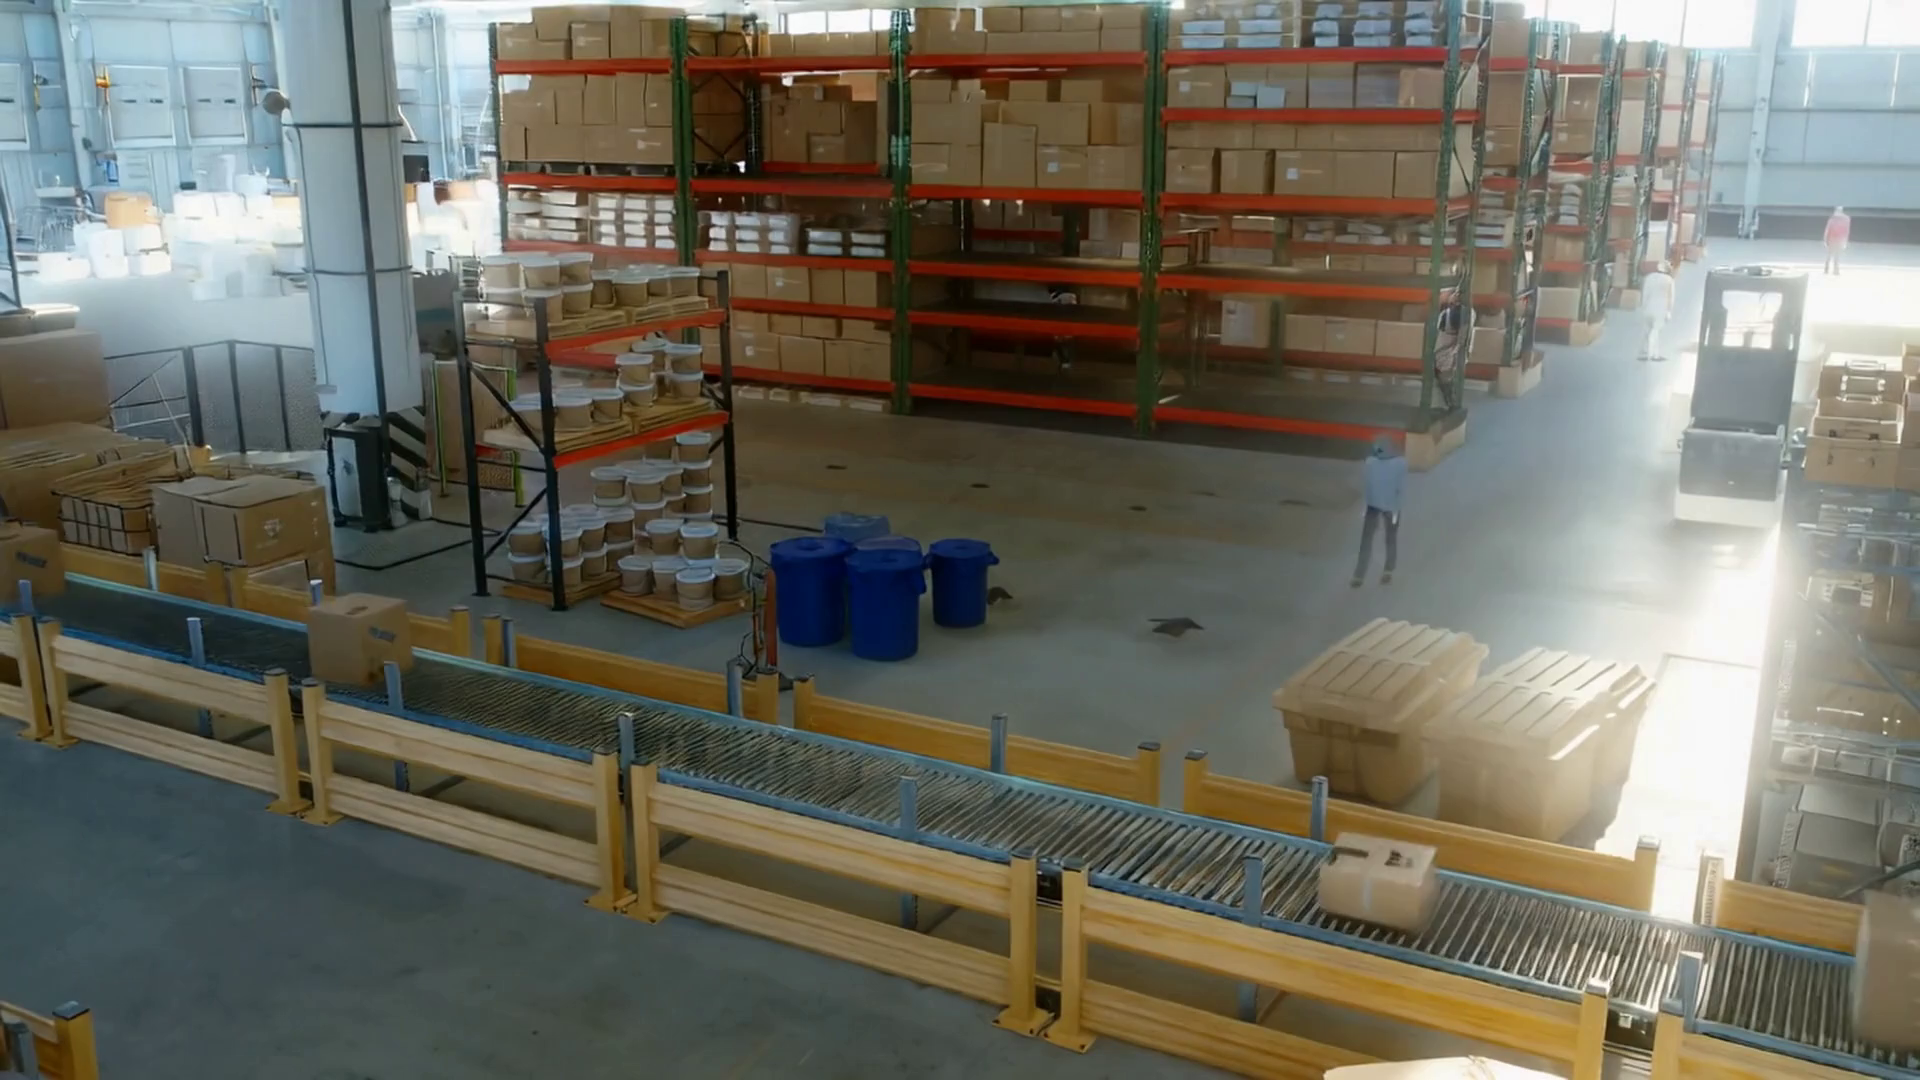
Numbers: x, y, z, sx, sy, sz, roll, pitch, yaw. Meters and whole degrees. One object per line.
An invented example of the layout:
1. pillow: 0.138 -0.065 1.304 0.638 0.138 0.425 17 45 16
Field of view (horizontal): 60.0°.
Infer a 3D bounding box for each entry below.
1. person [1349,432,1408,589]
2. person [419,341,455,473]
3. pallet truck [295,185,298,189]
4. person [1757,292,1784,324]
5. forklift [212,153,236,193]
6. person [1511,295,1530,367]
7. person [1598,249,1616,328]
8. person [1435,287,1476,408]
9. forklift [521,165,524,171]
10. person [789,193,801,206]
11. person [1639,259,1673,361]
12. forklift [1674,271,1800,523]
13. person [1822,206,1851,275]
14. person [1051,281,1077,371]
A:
1. person: 4.192 -0.279 16.614 0.502 1.594 0.802 11 18 34
2. person: -6.912 -1.727 21.765 0.551 1.742 0.520 7 17 26
3. pallet truck: -26.804 -14.617 69.738 1.885 1.965 0.823 -14 20 -42
4. person: 15.001 -4.055 30.775 0.511 1.618 0.633 13 20 40
5. forklift: -26.967 -12.815 61.276 1.873 2.768 1.129 4 15 13
6. person: 10.105 -3.925 29.733 0.782 1.921 0.557 10 18 34
7. person: 13.850 -5.396 35.667 0.318 1.690 0.530 7 17 25
8. person: 7.728 -3.017 26.047 0.615 2.040 0.391 -1 15 -2
9. forklift: -17.031 -13.602 64.232 1.873 2.768 1.129 1 15 2
10. person: -5.309 -10.311 53.675 0.376 1.934 0.547 -13 20 -40
11. person: 13.079 -4.300 31.154 0.399 1.900 0.645 -7 16 -25
12. forklift: 9.269 -1.763 19.726 1.129 2.768 1.873 8 17 27
13. person: 24.458 -8.364 46.422 0.639 1.901 0.406 7 16 23
14. person: 1.860 -3.895 30.007 0.534 1.698 0.318 -8 17 -28
